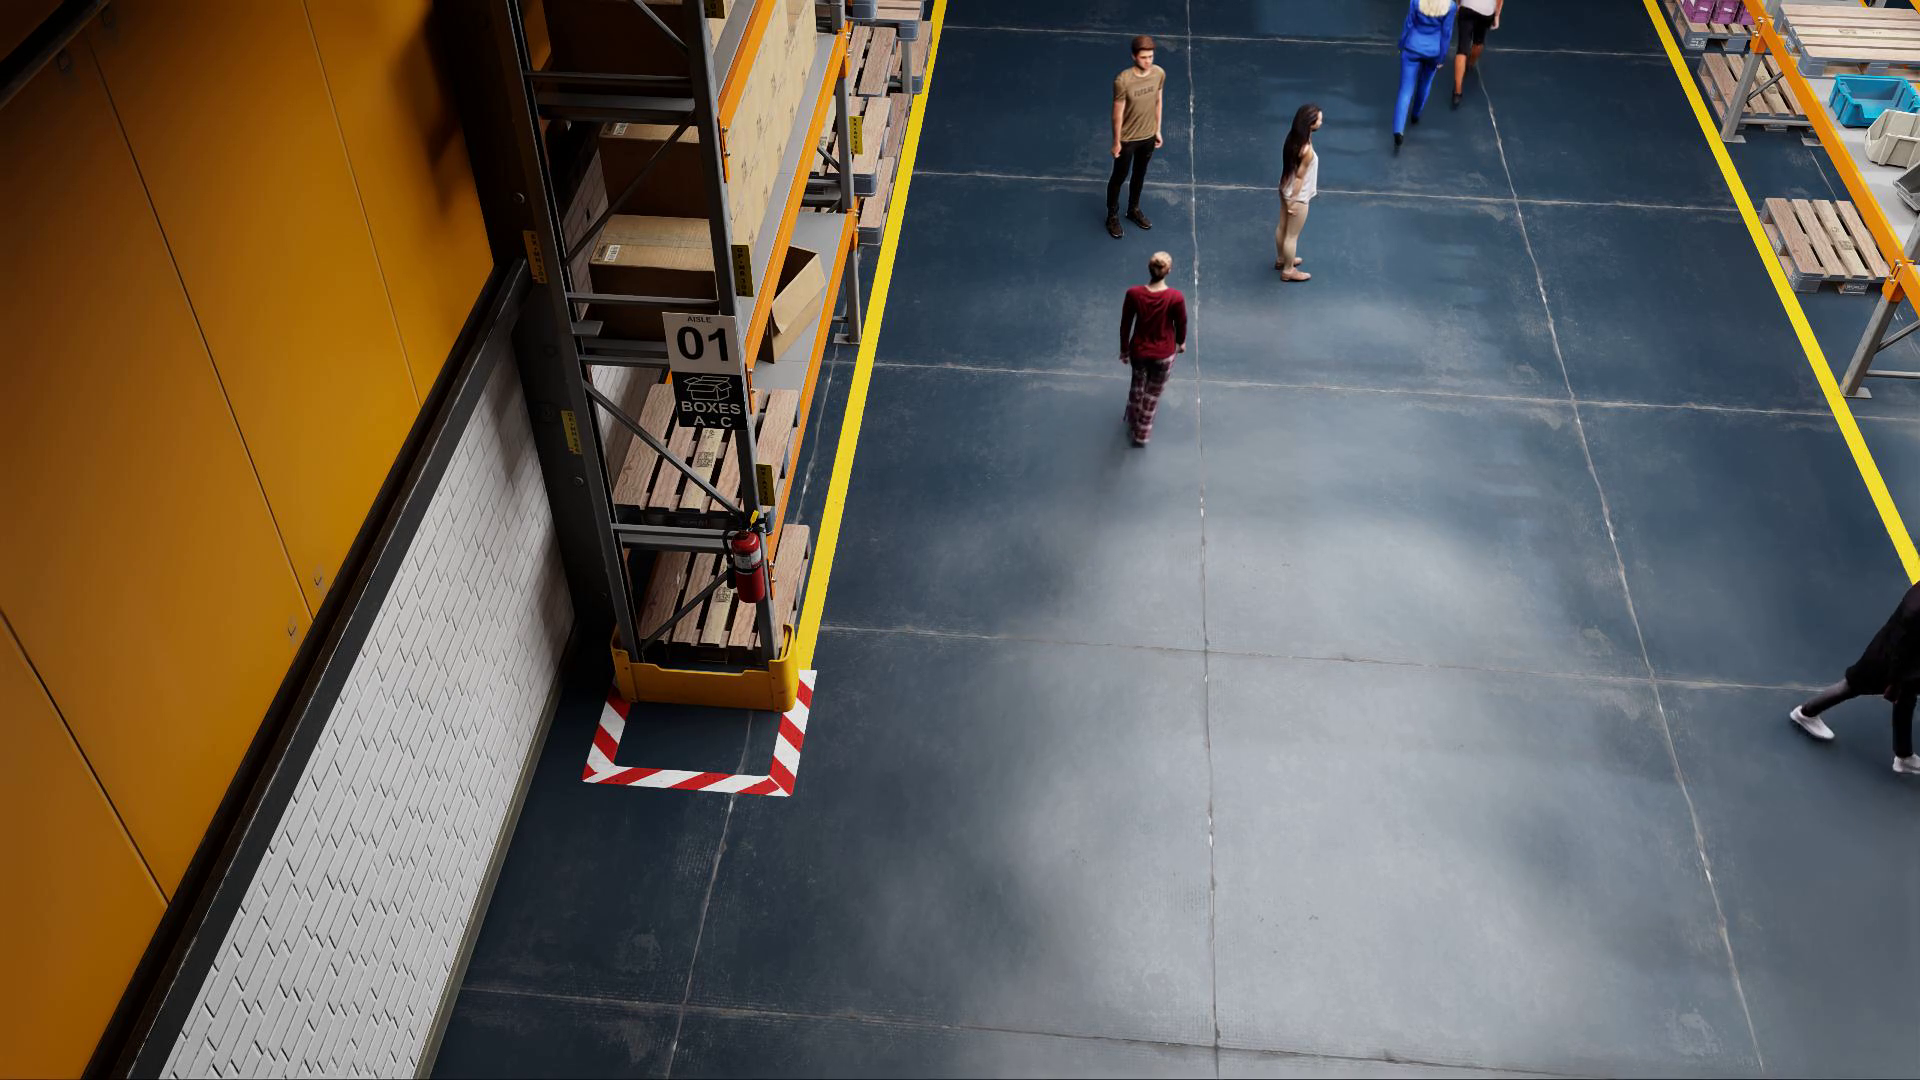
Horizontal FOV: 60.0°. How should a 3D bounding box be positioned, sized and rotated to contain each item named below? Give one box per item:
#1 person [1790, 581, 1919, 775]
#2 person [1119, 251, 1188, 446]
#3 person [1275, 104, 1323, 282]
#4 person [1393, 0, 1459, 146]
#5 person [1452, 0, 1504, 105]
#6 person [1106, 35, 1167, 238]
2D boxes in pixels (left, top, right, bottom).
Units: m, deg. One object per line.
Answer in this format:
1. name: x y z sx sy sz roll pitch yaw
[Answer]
1. person: 5.644 0.691 10.234 1.159 1.718 1.192 -32 52 -29
2. person: 1.424 -1.391 12.442 0.691 1.686 0.721 13 45 13
3. person: 2.830 -2.945 14.098 0.673 1.652 0.606 -27 50 -25
4. person: 4.364 -4.551 15.775 0.824 1.664 1.183 13 45 13
5. person: 5.068 -5.140 16.373 0.741 1.693 1.191 10 45 10
6. person: 1.542 -3.567 14.607 0.753 1.851 0.759 -20 47 -20
